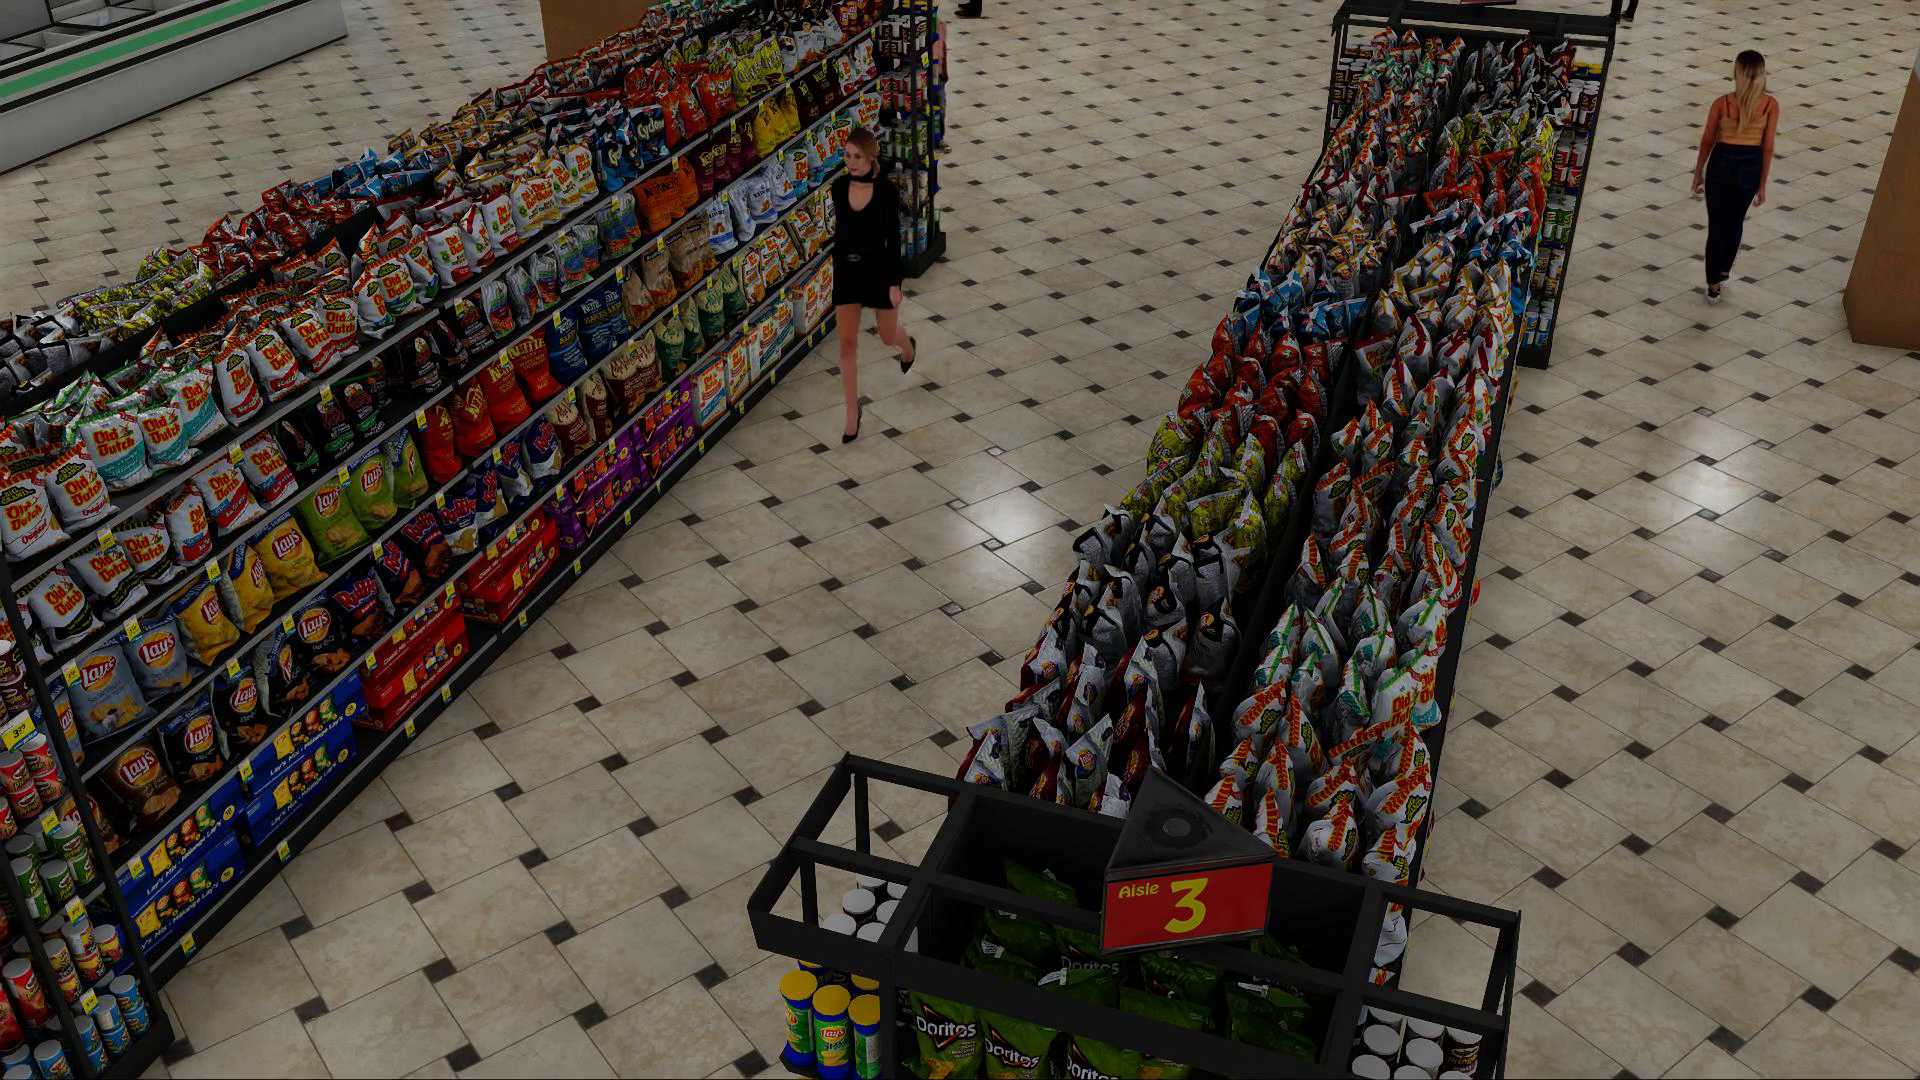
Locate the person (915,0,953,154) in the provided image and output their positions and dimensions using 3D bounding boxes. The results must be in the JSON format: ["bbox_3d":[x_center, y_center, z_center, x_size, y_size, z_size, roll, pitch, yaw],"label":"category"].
[{"bbox_3d":[-0.284,-3.800,13.410,0.713,1.296,0.782,-10,33,-15],"label":"person"}]

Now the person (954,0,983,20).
[{"bbox_3d":[0.120,-6.225,16.837,0.747,1.793,0.528,5,32,8],"label":"person"}]

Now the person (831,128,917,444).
[{"bbox_3d":[-0.470,-1.432,9.186,0.576,1.738,1.044,11,34,17],"label":"person"}]

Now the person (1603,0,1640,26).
[{"bbox_3d":[6.759,-6.115,16.625,0.703,1.831,0.751,-12,34,-19],"label":"person"}]

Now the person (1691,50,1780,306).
[{"bbox_3d":[4.951,-2.284,10.679,0.601,1.607,0.636,12,34,18],"label":"person"}]
